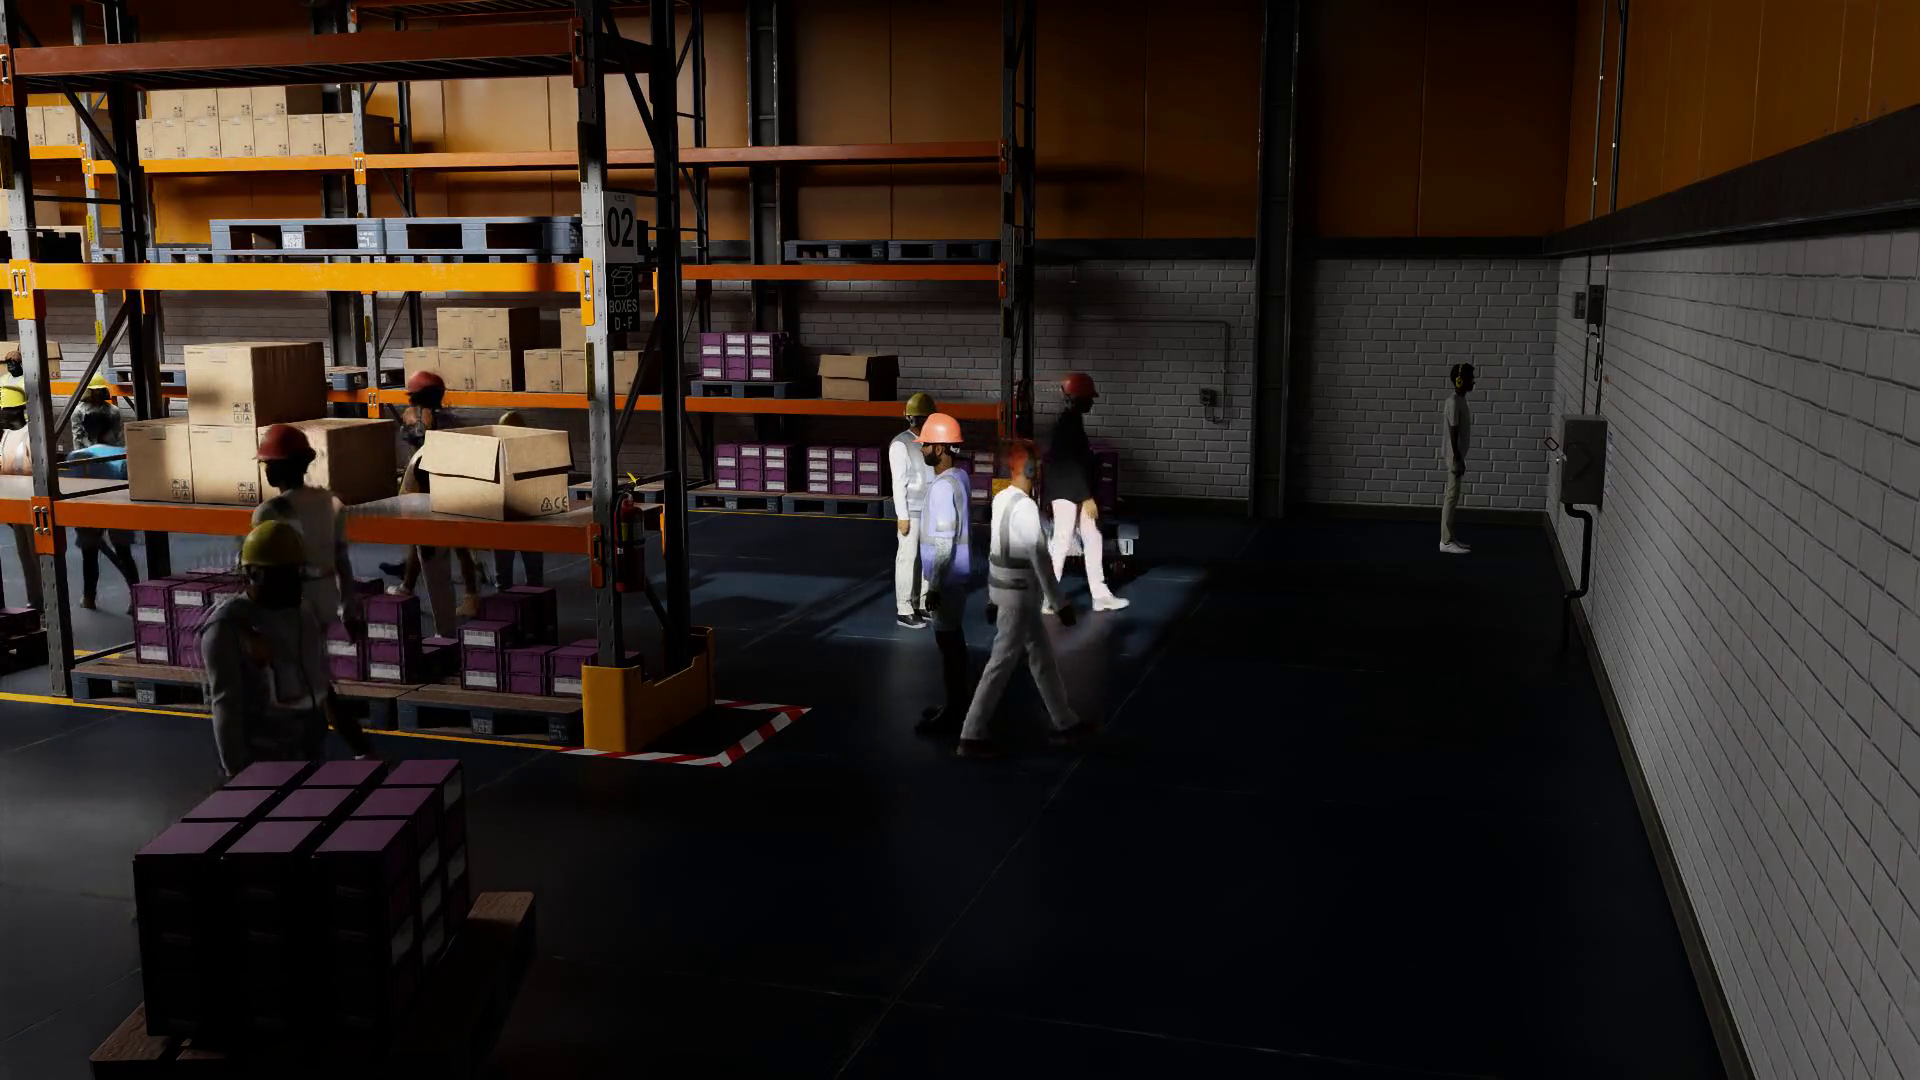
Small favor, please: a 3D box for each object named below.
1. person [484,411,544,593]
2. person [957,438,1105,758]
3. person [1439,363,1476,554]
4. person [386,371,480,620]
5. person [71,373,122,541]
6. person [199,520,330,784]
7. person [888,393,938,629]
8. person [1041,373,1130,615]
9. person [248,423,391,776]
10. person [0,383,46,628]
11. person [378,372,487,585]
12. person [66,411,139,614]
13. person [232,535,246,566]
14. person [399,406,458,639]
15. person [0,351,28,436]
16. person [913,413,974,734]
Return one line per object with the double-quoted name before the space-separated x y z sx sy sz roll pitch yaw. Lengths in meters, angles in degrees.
"person" -3.244 -0.059 12.164 0.525 1.772 0.309 -2 10 -12
"person" 0.389 0.338 9.568 0.934 1.838 0.571 -1 9 -8
"person" 4.920 -0.806 16.409 0.328 1.872 0.514 3 10 17
"person" -4.246 -0.363 13.364 1.073 1.974 0.607 7 11 36
"person" -8.718 -0.818 16.863 0.309 1.744 0.485 7 12 37
"person" -2.797 0.813 6.706 0.639 1.814 0.604 3 10 20
"person" -0.312 -0.238 13.056 0.404 1.835 0.586 6 11 30
"person" 1.033 -0.352 13.354 0.801 1.967 0.622 2 10 13
"person" -3.428 0.383 8.788 1.028 2.004 0.634 3 10 15
"person" -7.228 -0.251 12.862 0.590 1.923 0.383 7 12 38
"person" -4.670 -0.528 14.661 0.985 1.883 0.549 -1 9 -8
"person" -6.929 -0.219 13.500 0.537 1.650 0.859 -9 13 -43
"person" -5.651 -0.309 13.172 0.627 1.940 0.372 9 13 44
"person" -3.795 -0.046 11.903 0.430 1.835 0.619 -3 10 -16
"person" -11.074 -1.317 19.651 0.625 1.837 0.428 3 10 19
"person" -0.106 0.203 10.051 0.359 1.939 0.542 2 9 11
